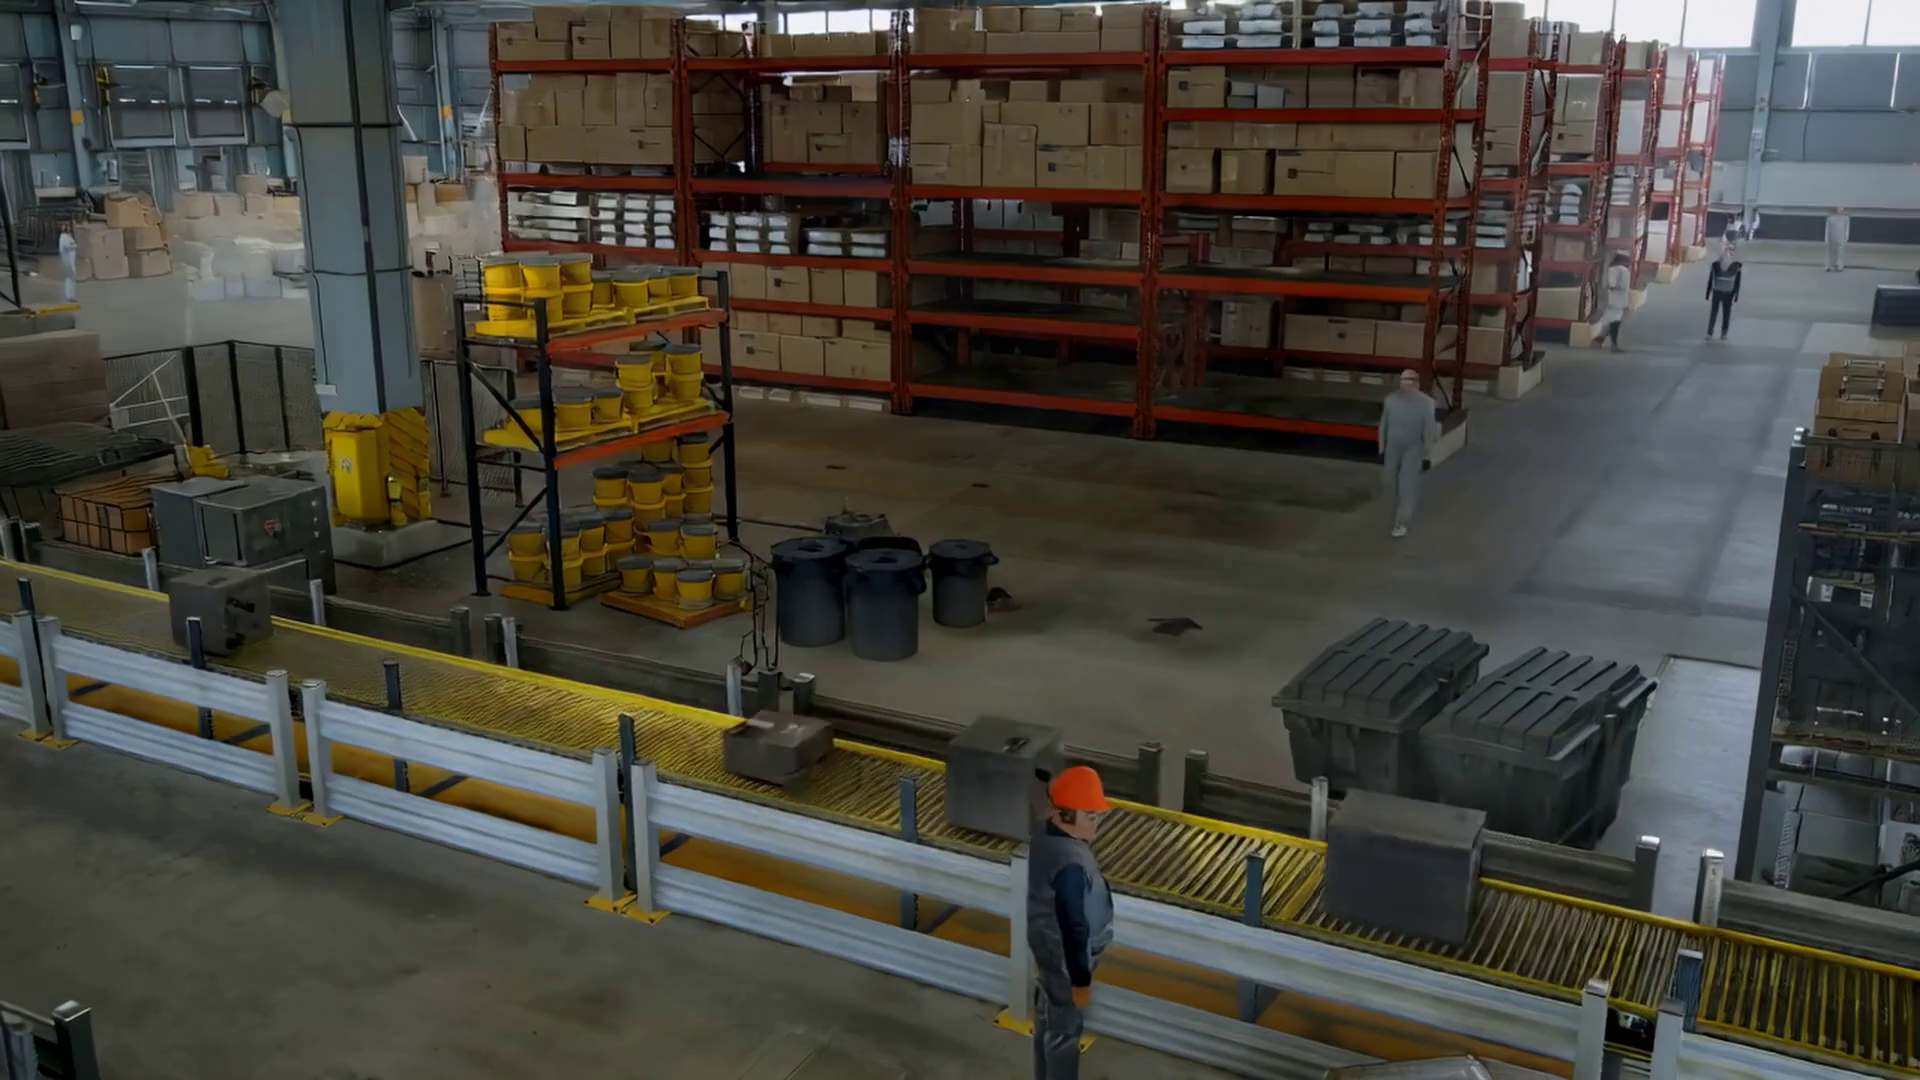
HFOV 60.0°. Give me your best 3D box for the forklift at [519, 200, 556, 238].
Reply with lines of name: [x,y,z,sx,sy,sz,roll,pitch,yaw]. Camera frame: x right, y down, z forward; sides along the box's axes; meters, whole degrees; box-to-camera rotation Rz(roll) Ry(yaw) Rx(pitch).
forklift: [-8.431,-5.497,33.765,1.873,2.768,1.129,8,17,28]

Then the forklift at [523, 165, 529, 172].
forklift: [-16.560,-13.622,64.309,1.873,2.768,1.129,3,15,10]

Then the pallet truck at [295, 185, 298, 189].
pallet truck: [-26.804,-14.617,69.738,1.885,1.965,0.823,-14,20,-42]

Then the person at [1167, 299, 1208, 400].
person: [3.703,-3.078,27.004,0.662,1.673,0.323,-3,15,-11]

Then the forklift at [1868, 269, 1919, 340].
forklift: [19.602,-5.448,33.580,1.873,2.768,1.129,8,17,28]

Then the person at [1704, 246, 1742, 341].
person: [15.522,-5.025,33.835,0.597,1.915,0.371,10,18,33]

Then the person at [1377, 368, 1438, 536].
person: [5.055,-1.022,18.827,0.659,1.892,0.619,13,20,41]

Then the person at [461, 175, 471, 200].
person: [-18.871,-13.018,63.866,0.568,1.920,0.663,3,15,12]

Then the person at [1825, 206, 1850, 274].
person: [24.702,-8.446,46.762,0.840,1.873,0.685,-12,19,-39]

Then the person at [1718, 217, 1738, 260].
person: [19.710,-7.350,42.708,0.563,1.847,0.389,-11,18,-35]

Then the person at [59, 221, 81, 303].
person: [-21.454,-6.693,40.052,0.395,1.953,0.620,-8,17,-28]

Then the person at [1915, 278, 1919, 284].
person: [20.405,-5.223,35.237,0.508,1.572,0.925,-6,16,-23]

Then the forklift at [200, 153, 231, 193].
forklift: [-27.439,-12.865,61.464,1.873,2.768,1.129,8,17,28]

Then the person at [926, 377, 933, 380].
person: [-0.738,-3.544,28.768,0.852,1.655,0.536,8,17,29]

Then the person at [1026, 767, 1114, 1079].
person: [0.518,1.935,7.851,0.404,1.824,0.586,-2,15,-9]

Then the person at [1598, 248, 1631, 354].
person: [12.651,-4.585,31.968,0.446,2.027,0.684,-3,15,-10]
